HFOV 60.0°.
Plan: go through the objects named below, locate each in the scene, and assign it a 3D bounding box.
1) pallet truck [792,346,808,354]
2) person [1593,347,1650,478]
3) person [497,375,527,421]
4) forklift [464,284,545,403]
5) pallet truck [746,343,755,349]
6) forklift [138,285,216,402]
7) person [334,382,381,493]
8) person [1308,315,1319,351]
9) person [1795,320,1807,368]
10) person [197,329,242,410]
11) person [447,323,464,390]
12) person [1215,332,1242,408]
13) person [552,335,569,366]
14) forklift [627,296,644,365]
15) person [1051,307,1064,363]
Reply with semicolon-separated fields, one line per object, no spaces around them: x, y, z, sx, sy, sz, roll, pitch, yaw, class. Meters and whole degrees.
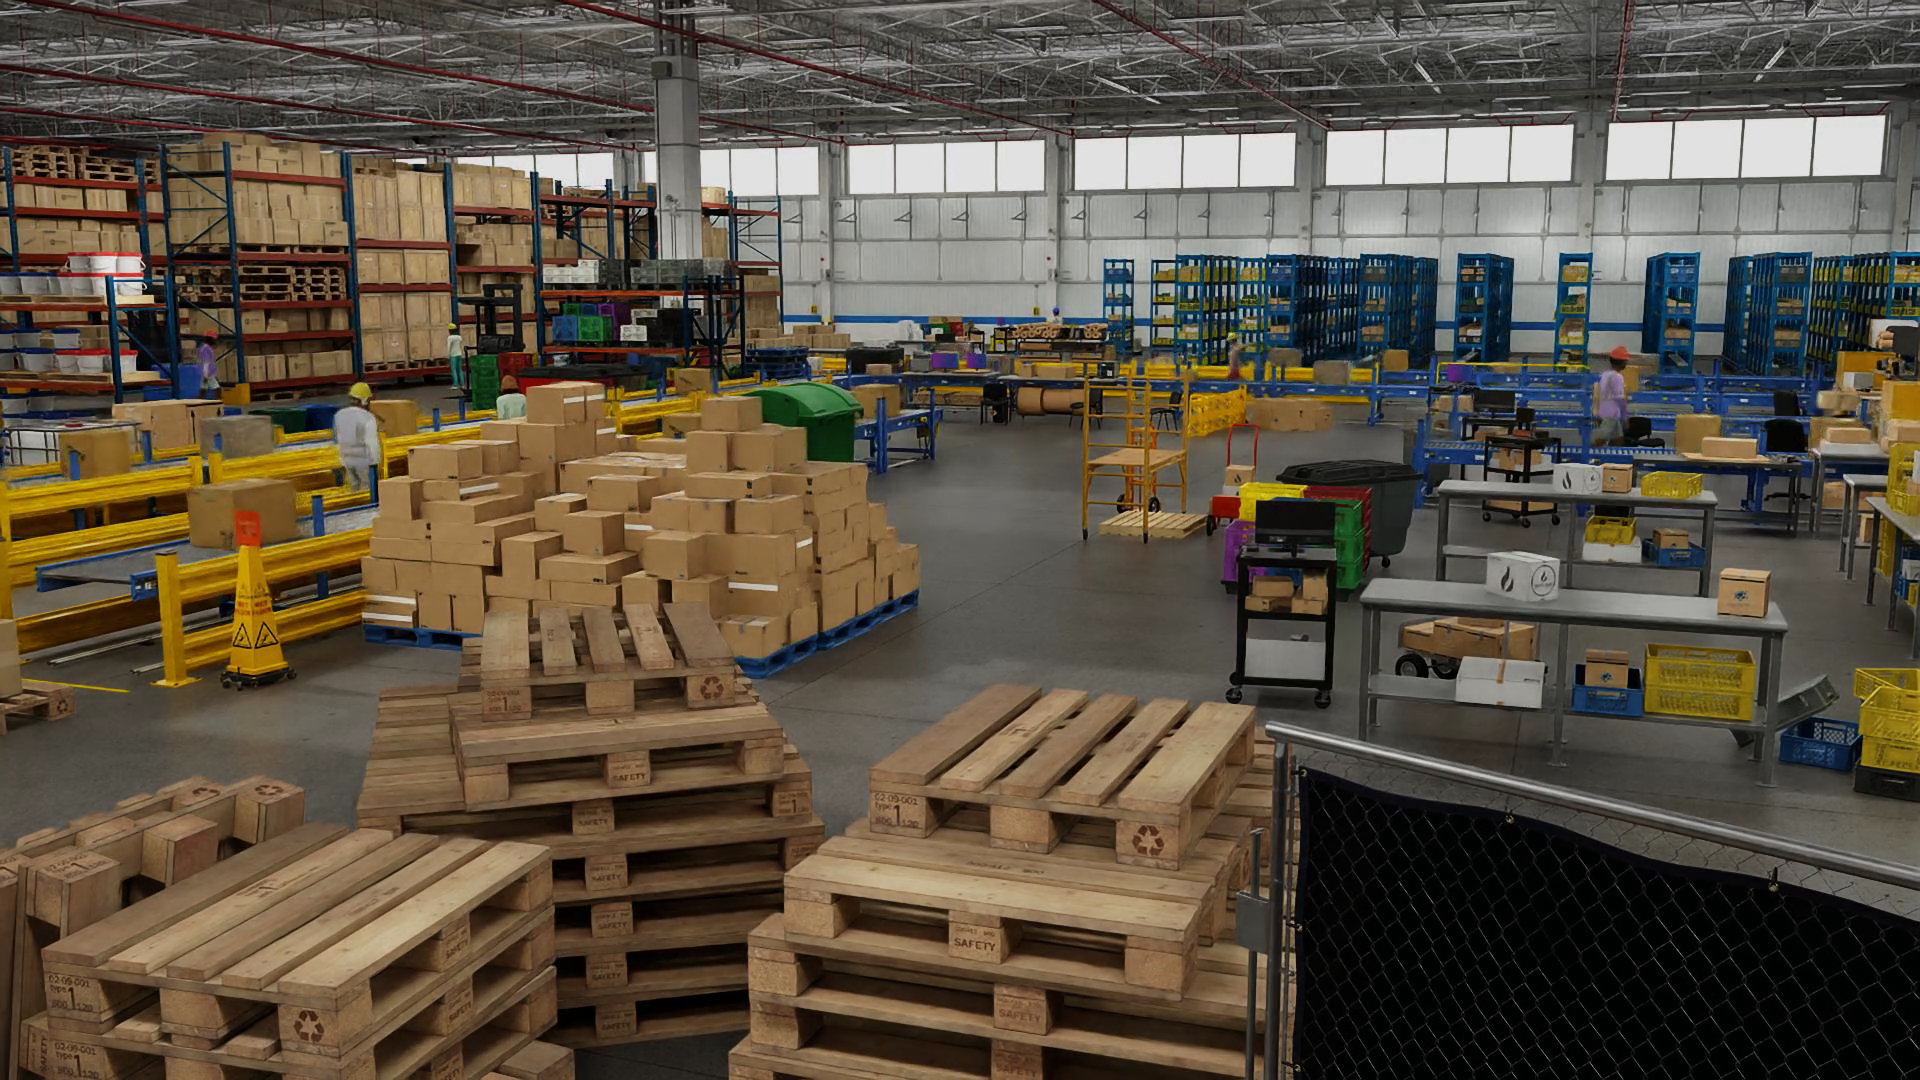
-3.705;-4.298;42.022;0.653;1.274;1.630;3;10;20;pallet truck
9.627;-1.834;24.412;1.069;1.983;0.635;1;9;7;person
-6.308;-1.505;23.446;0.285;1.632;0.499;7;12;39;person
-10.832;-4.702;39.610;1.129;2.768;1.873;3;10;20;forklift
-6.183;-4.618;44.264;1.601;1.201;0.680;-9;12;-43;pallet truck
-17.480;-4.200;36.461;1.873;2.768;1.129;3;10;19;forklift
-6.887;-0.905;19.100;0.615;1.815;0.438;4;10;24;person
11.350;-6.314;53.171;0.916;1.794;0.591;3;9;16;person
24.350;-5.563;48.242;0.386;1.849;0.568;3;10;20;person
-15.800;-3.503;35.208;0.997;1.878;0.563;-5;10;-27;person
-13.436;-4.871;44.195;0.353;1.756;0.518;4;10;23;person
6.066;-3.806;37.532;0.764;1.734;0.558;1;9;5;person
-9.419;-4.029;39.249;0.547;1.635;0.902;4;10;25;person
-8.944;-6.111;48.459;1.129;2.768;1.873;-6;11;-31;forklift
3.292;-6.963;56.729;0.406;1.945;0.613;6;11;35;person
